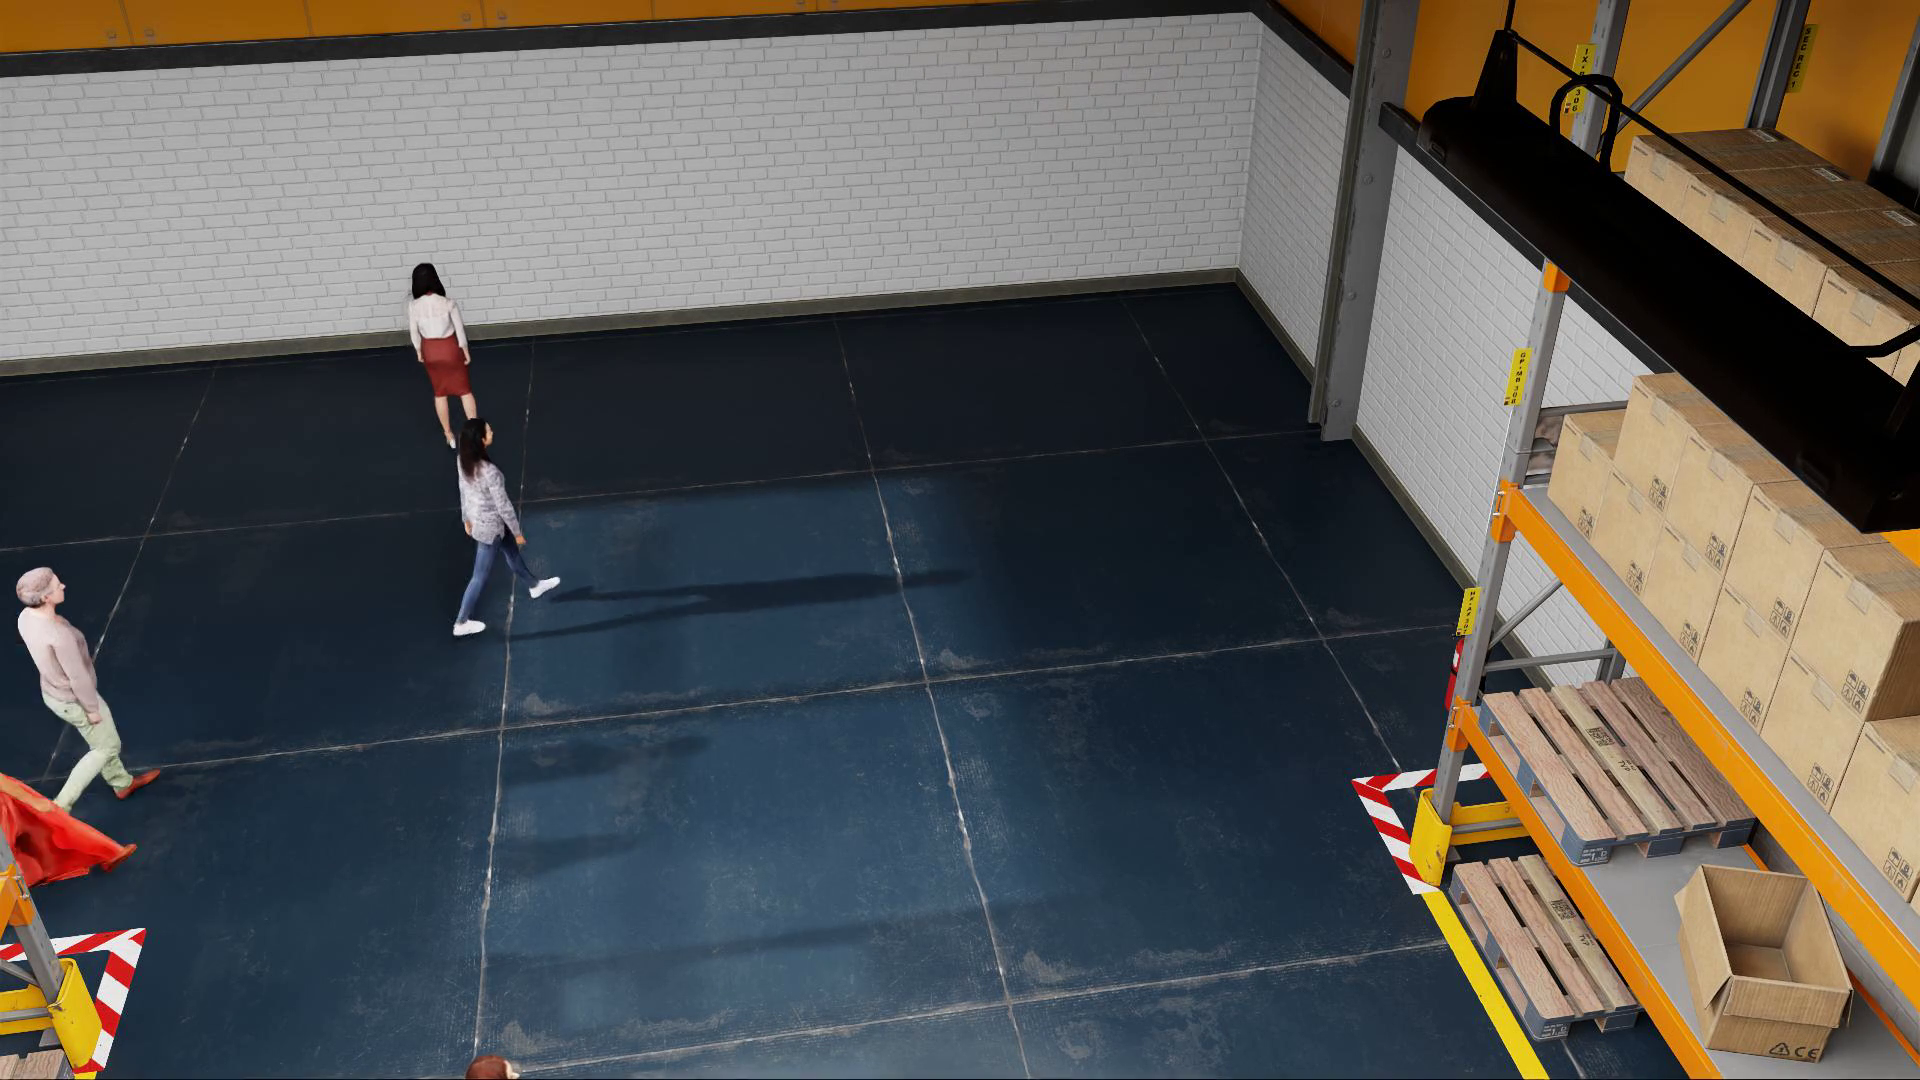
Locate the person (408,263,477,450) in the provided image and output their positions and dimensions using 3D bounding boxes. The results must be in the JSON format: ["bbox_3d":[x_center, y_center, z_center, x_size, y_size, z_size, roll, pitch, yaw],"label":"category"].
[{"bbox_3d":[-4.454,-1.552,14.309,0.630,1.749,0.545,-3,34,-5],"label":"person"}]

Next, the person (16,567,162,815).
[{"bbox_3d":[-5.575,1.025,10.337,1.088,1.854,1.129,23,40,30],"label":"person"}]

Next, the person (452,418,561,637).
[{"bbox_3d":[-3.506,-0.055,12.121,1.211,1.680,1.155,29,43,36],"label":"person"}]

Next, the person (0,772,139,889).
[{"bbox_3d":[-5.709,1.581,9.595,0.917,1.750,1.284,-15,36,-21],"label":"person"}]
